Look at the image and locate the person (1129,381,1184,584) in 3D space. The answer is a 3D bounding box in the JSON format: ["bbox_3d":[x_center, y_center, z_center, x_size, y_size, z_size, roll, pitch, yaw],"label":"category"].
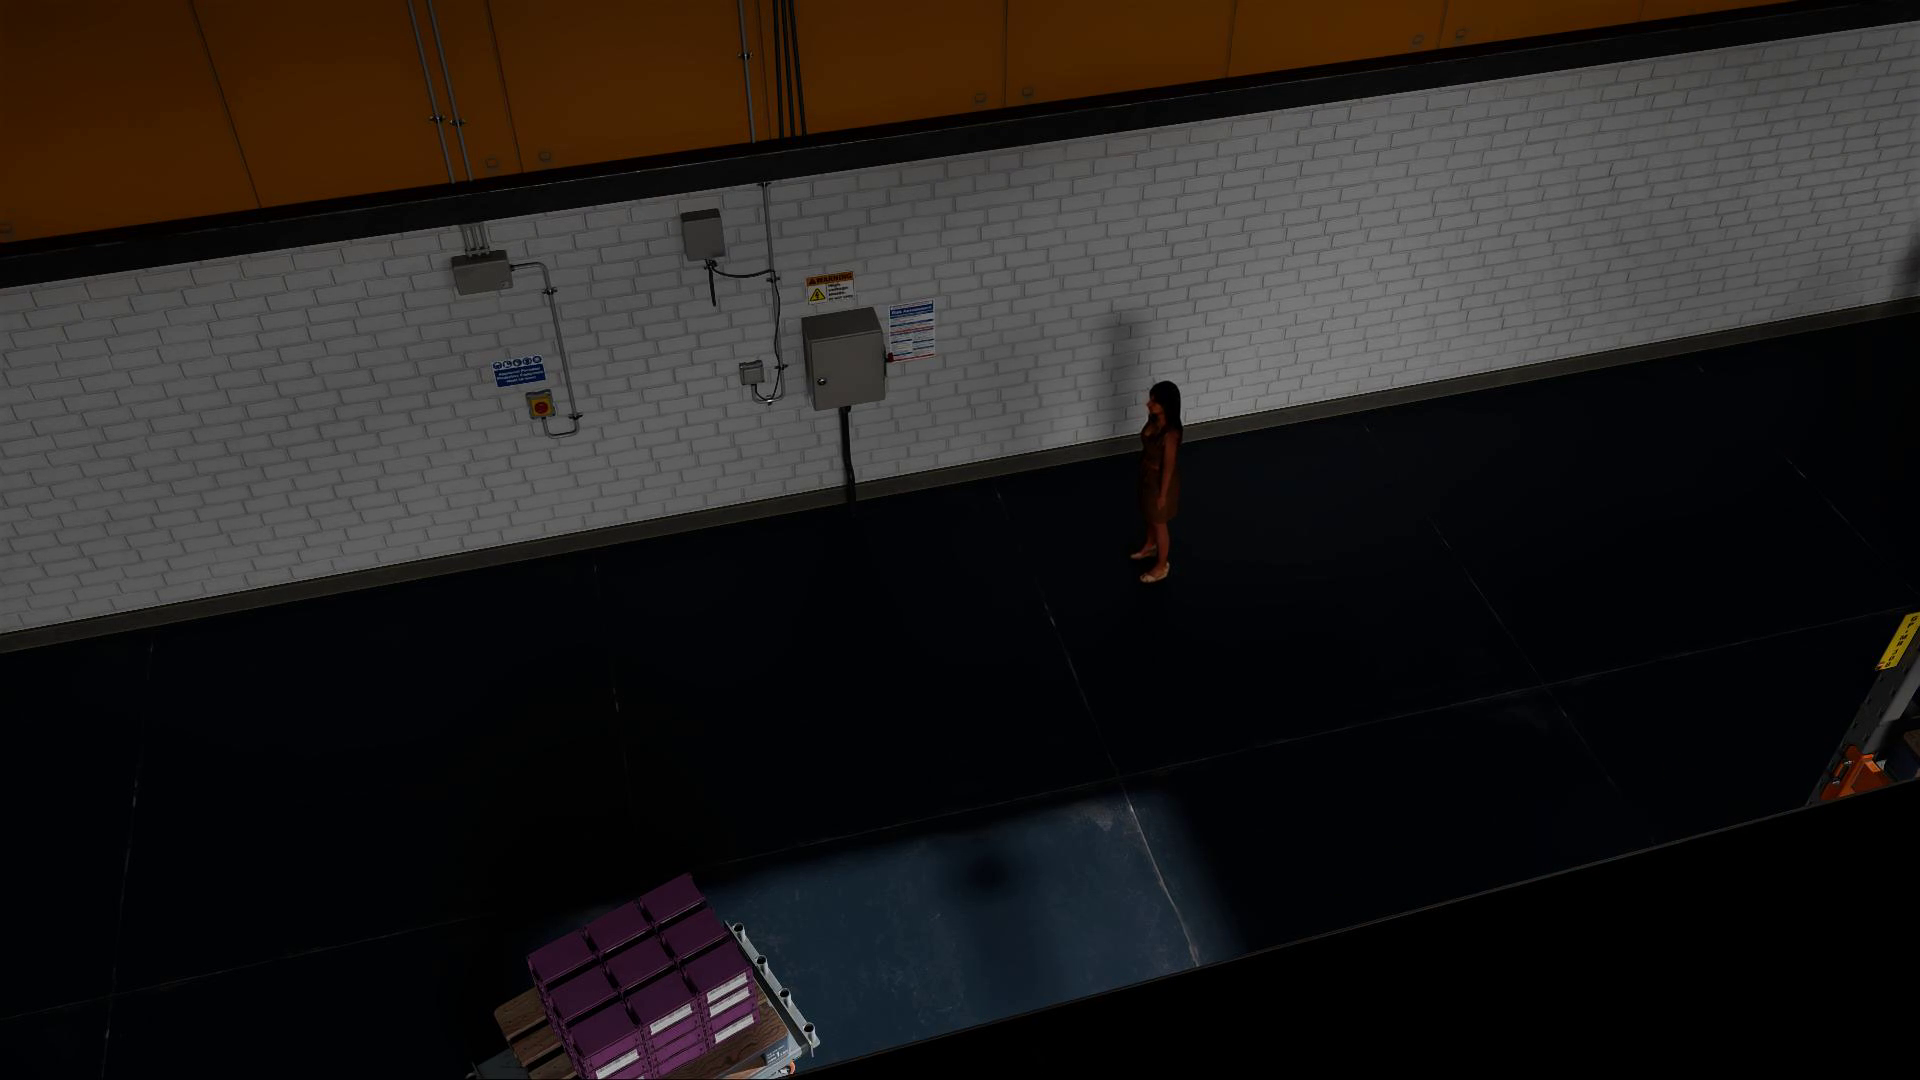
[{"bbox_3d":[1.352,-0.405,11.290,0.617,1.685,0.445,-9,44,-10],"label":"person"}]
